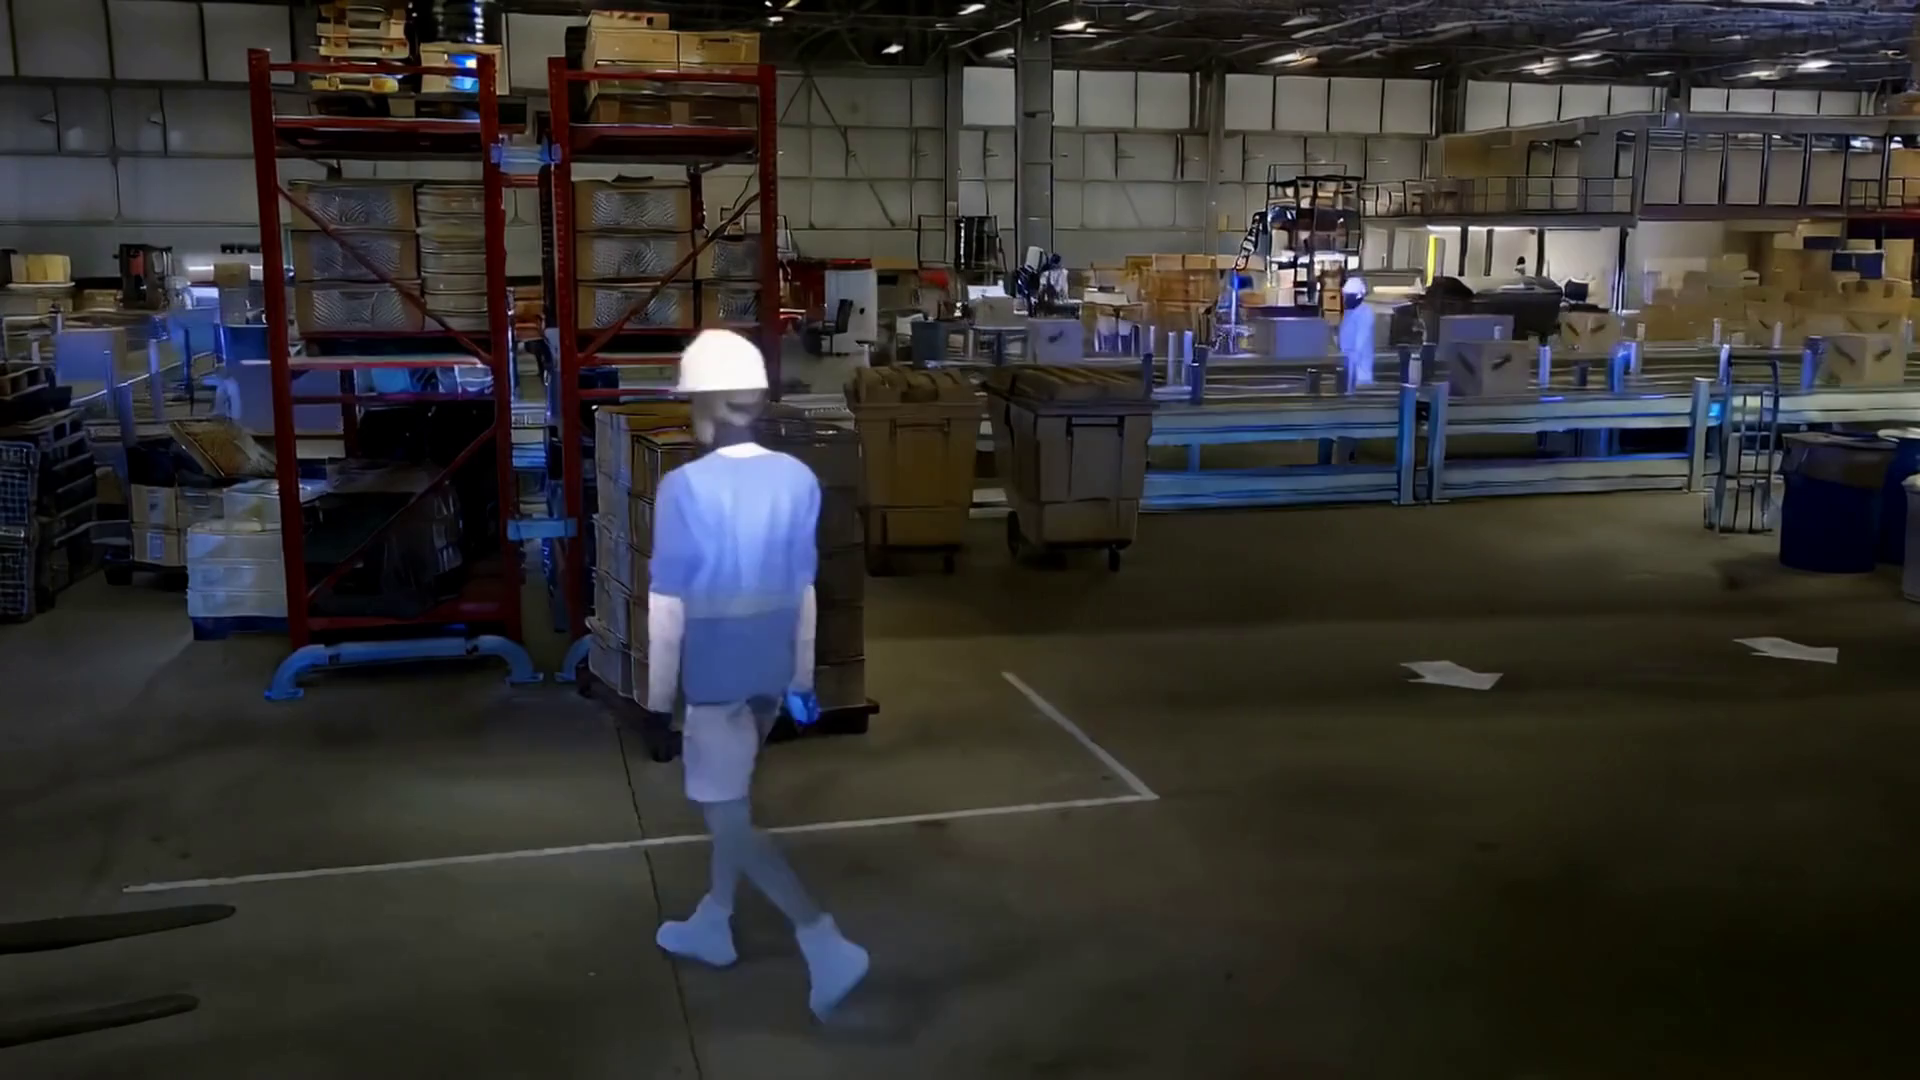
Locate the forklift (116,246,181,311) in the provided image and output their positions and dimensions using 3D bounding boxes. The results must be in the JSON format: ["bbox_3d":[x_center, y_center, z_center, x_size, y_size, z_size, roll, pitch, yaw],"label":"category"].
[{"bbox_3d":[-19.966,-6.232,40.894,1.157,1.987,2.680,-3,10,-15],"label":"forklift"}]

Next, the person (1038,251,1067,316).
[{"bbox_3d":[1.944,-5.038,34.911,0.605,2.018,0.467,1,10,5],"label":"person"}]

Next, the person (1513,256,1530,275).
[{"bbox_3d":[16.713,-7.539,49.577,0.514,1.842,0.328,-1,10,-5],"label":"person"}]

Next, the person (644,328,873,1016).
[{"bbox_3d":[-0.579,0.370,4.641,0.886,1.909,0.555,8,13,38],"label":"person"}]

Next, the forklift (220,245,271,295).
[{"bbox_3d":[-17.749,-6.334,41.440,1.157,1.987,2.680,-3,10,-17],"label":"forklift"}]

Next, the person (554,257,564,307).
[{"bbox_3d":[-8.838,-5.251,36.469,0.485,1.892,0.669,-4,11,-21],"label":"person"}]

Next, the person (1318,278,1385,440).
[{"bbox_3d":[4.226,-1.938,18.028,0.931,1.780,0.613,-2,10,-11],"label":"person"}]
